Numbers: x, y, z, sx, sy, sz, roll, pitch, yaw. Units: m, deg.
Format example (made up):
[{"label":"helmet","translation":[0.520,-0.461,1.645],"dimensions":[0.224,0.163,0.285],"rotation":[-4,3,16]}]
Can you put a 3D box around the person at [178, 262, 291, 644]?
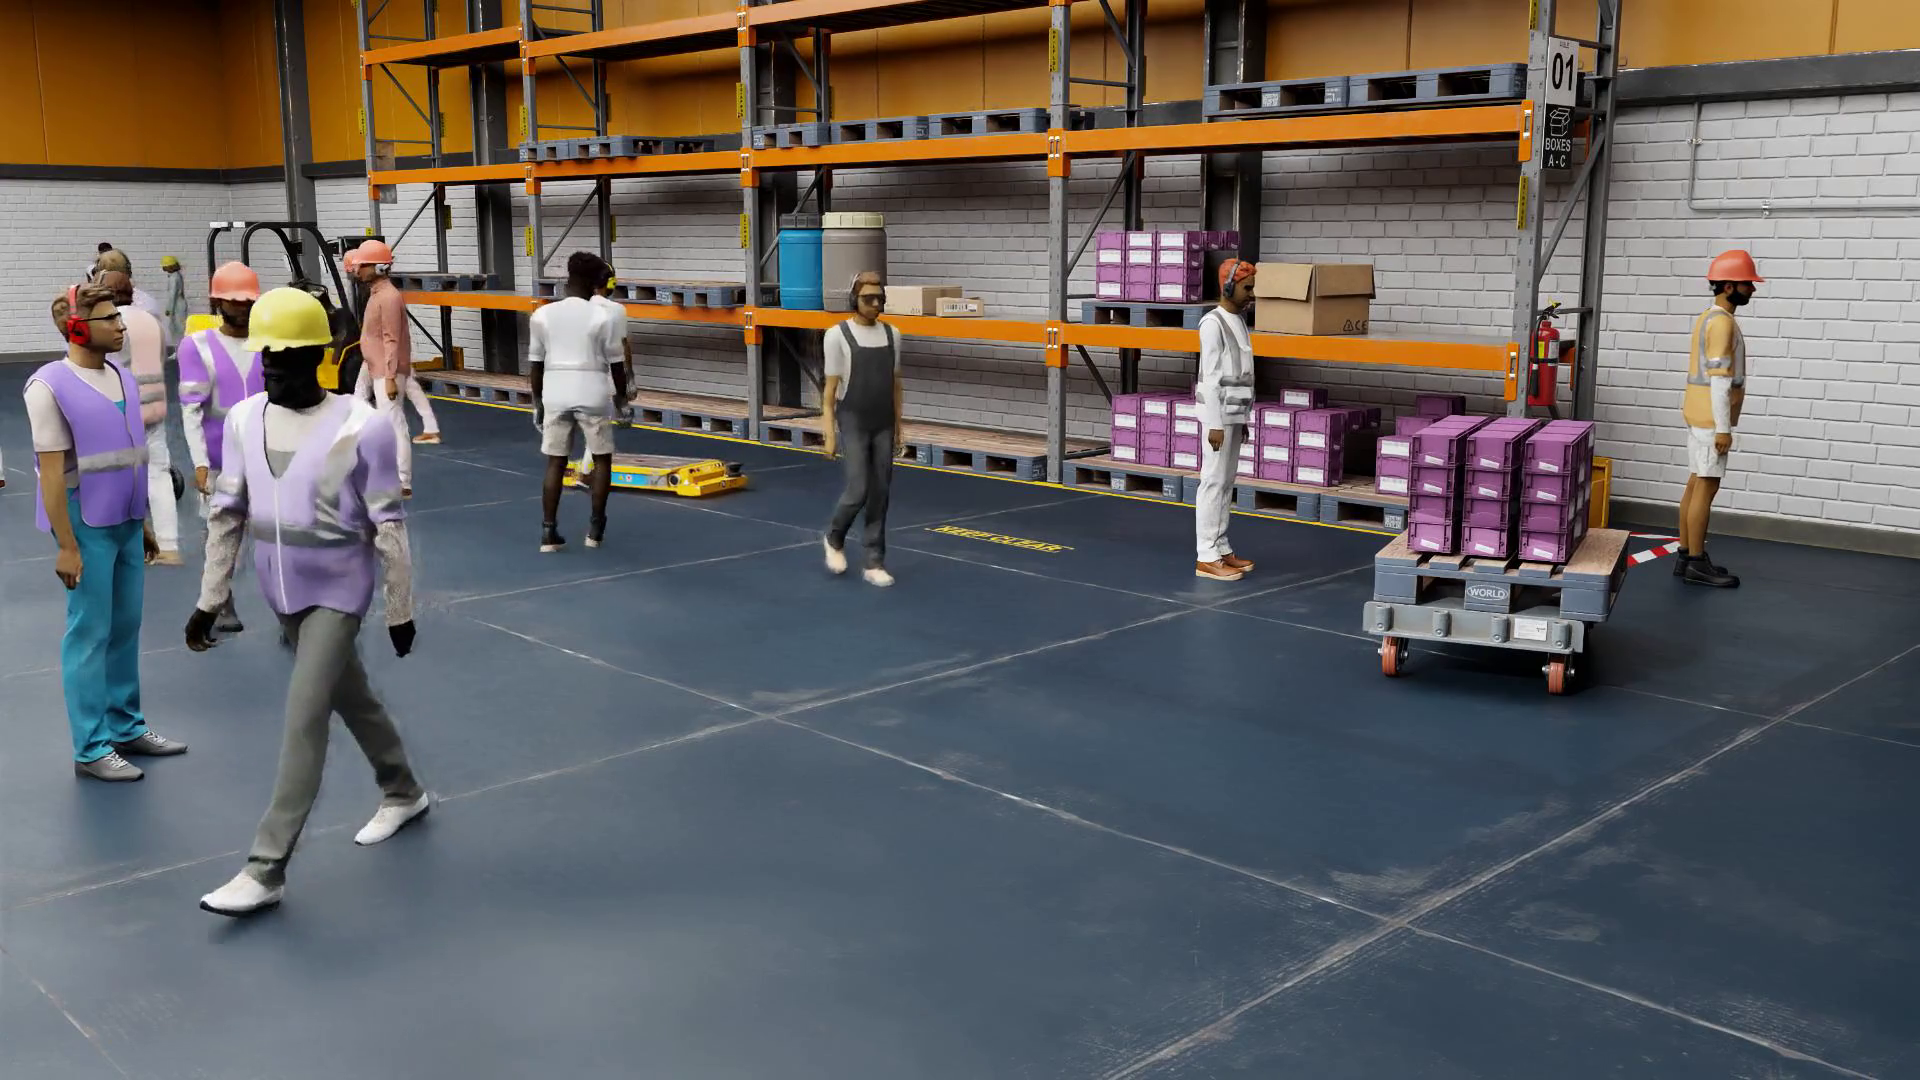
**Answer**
[{"label":"person","translation":[-3.557,-0.423,8.264],"dimensions":[0.566,1.881,1.009],"rotation":[-9,14,-40]}]

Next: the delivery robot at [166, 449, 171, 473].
[{"label":"delivery robot","translation":[-6.337,-0.600,12.592],"dimensions":[0.707,0.478,0.477],"rotation":[4,11,26]}]

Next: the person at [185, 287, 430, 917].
[{"label":"person","translation":[-2.020,0.154,5.190],"dimensions":[0.597,1.869,1.042],"rotation":[4,11,23]}]

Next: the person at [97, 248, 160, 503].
[{"label":"person","translation":[-6.252,-1.196,12.365],"dimensions":[0.647,1.927,0.508],"rotation":[-2,11,-10]}]

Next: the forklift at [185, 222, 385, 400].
[{"label":"forklift","translation":[-8.169,-2.758,20.163],"dimensions":[2.313,2.155,1.214],"rotation":[-10,14,-44]}]

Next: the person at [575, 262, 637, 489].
[{"label":"person","translation":[-2.887,-1.322,13.400],"dimensions":[0.541,1.816,0.974],"rotation":[4,11,23]}]

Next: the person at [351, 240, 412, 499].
[{"label":"person","translation":[-4.405,-1.288,12.729],"dimensions":[0.399,1.990,0.619],"rotation":[-5,12,-27]}]

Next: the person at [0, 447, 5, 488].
[{"label":"person","translation":[-7.863,-1.195,13.203],"dimensions":[0.493,1.625,0.280],"rotation":[6,12,30]}]

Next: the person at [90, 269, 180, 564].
[{"label":"person","translation":[-5.211,-0.739,10.209],"dimensions":[0.832,1.809,0.642],"rotation":[3,11,14]}]

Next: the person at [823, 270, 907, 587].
[{"label":"person","translation":[-0.559,-0.643,9.640],"dimensions":[0.504,1.832,0.453],"rotation":[-8,13,-36]}]

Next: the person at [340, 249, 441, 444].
[{"label":"person","translation":[-5.608,-1.839,16.013],"dimensions":[1.171,1.879,0.634],"rotation":[1,10,3]}]

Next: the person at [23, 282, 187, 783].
[{"label":"person","translation":[-3.230,-0.032,6.235],"dimensions":[0.382,1.849,0.571],"rotation":[1,10,3]}]

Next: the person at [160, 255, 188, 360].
[{"label":"person","translation":[-12.652,-3.744,26.851],"dimensions":[0.526,1.709,0.539],"rotation":[-3,11,-18]}]

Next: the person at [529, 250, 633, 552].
[{"label":"person","translation":[-2.447,-0.887,10.705],"dimensions":[0.631,1.934,0.469],"rotation":[1,10,6]}]

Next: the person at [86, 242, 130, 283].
[{"label":"person","translation":[-12.735,-3.496,24.953],"dimensions":[0.591,1.916,0.392],"rotation":[-6,12,-30]}]

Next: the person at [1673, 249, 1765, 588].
[{"label":"person","translation":[4.395,-0.702,9.650],"dimensions":[0.370,1.939,0.543],"rotation":[3,11,16]}]

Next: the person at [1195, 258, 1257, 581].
[{"label":"person","translation":[1.583,-0.716,9.870],"dimensions":[0.355,1.887,0.573],"rotation":[5,11,24]}]

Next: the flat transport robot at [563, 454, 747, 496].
[{"label":"flat transport robot","translation":[-2.484,-0.538,13.306],"dimensions":[1.431,0.197,0.652],"rotation":[5,12,26]}]

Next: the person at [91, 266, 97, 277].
[{"label":"person","translation":[-10.382,-2.496,20.221],"dimensions":[0.544,1.651,0.885],"rotation":[-2,11,-11]}]
